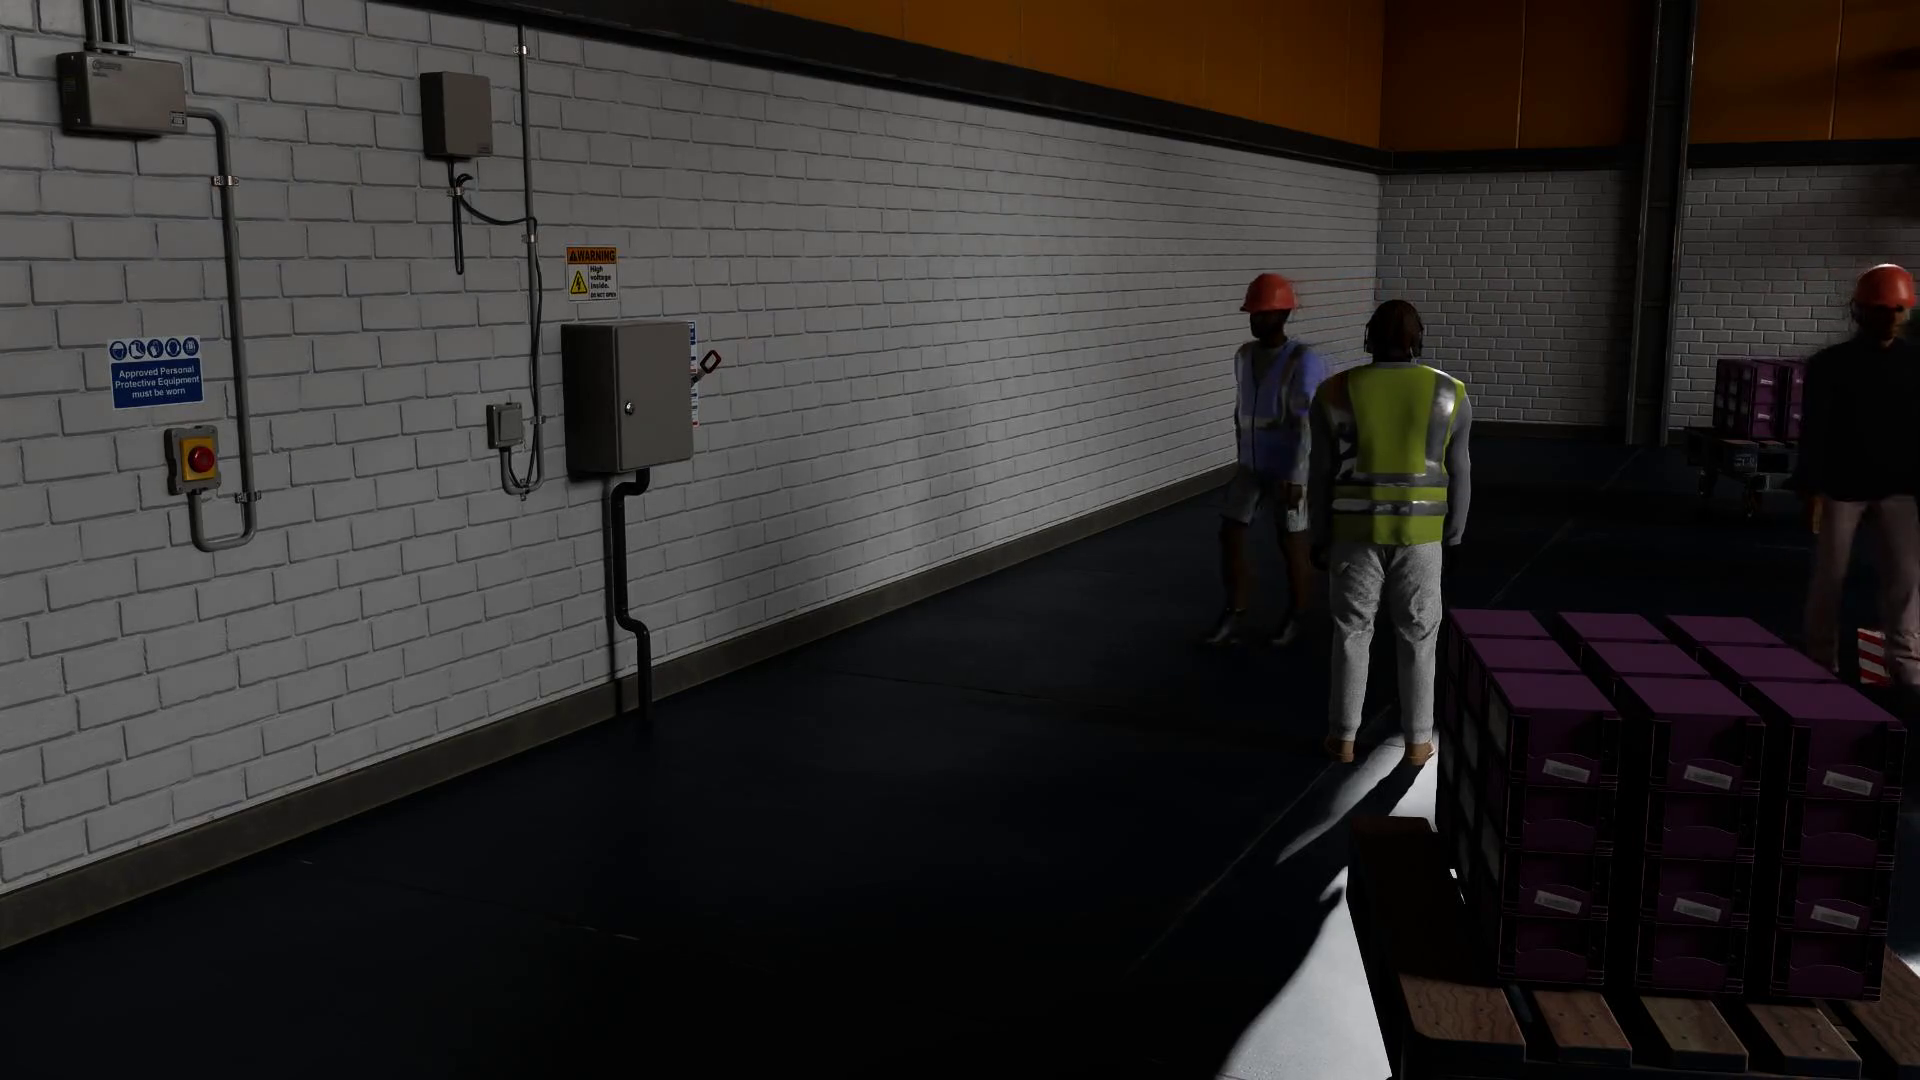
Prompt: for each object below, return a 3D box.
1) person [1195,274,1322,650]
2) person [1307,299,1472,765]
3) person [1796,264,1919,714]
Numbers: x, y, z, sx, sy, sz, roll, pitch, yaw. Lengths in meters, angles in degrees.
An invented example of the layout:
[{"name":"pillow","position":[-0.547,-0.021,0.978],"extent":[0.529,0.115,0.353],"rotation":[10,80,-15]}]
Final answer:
[{"name":"person","position":[1.505,-0.366,8.356],"extent":[0.776,1.907,0.567],"rotation":[-8,12,-38]},{"name":"person","position":[1.681,-0.021,6.574],"extent":[0.626,1.844,0.429],"rotation":[2,10,11]},{"name":"person","position":[4.012,-0.205,7.270],"extent":[0.638,1.962,0.833],"rotation":[1,10,5]}]
